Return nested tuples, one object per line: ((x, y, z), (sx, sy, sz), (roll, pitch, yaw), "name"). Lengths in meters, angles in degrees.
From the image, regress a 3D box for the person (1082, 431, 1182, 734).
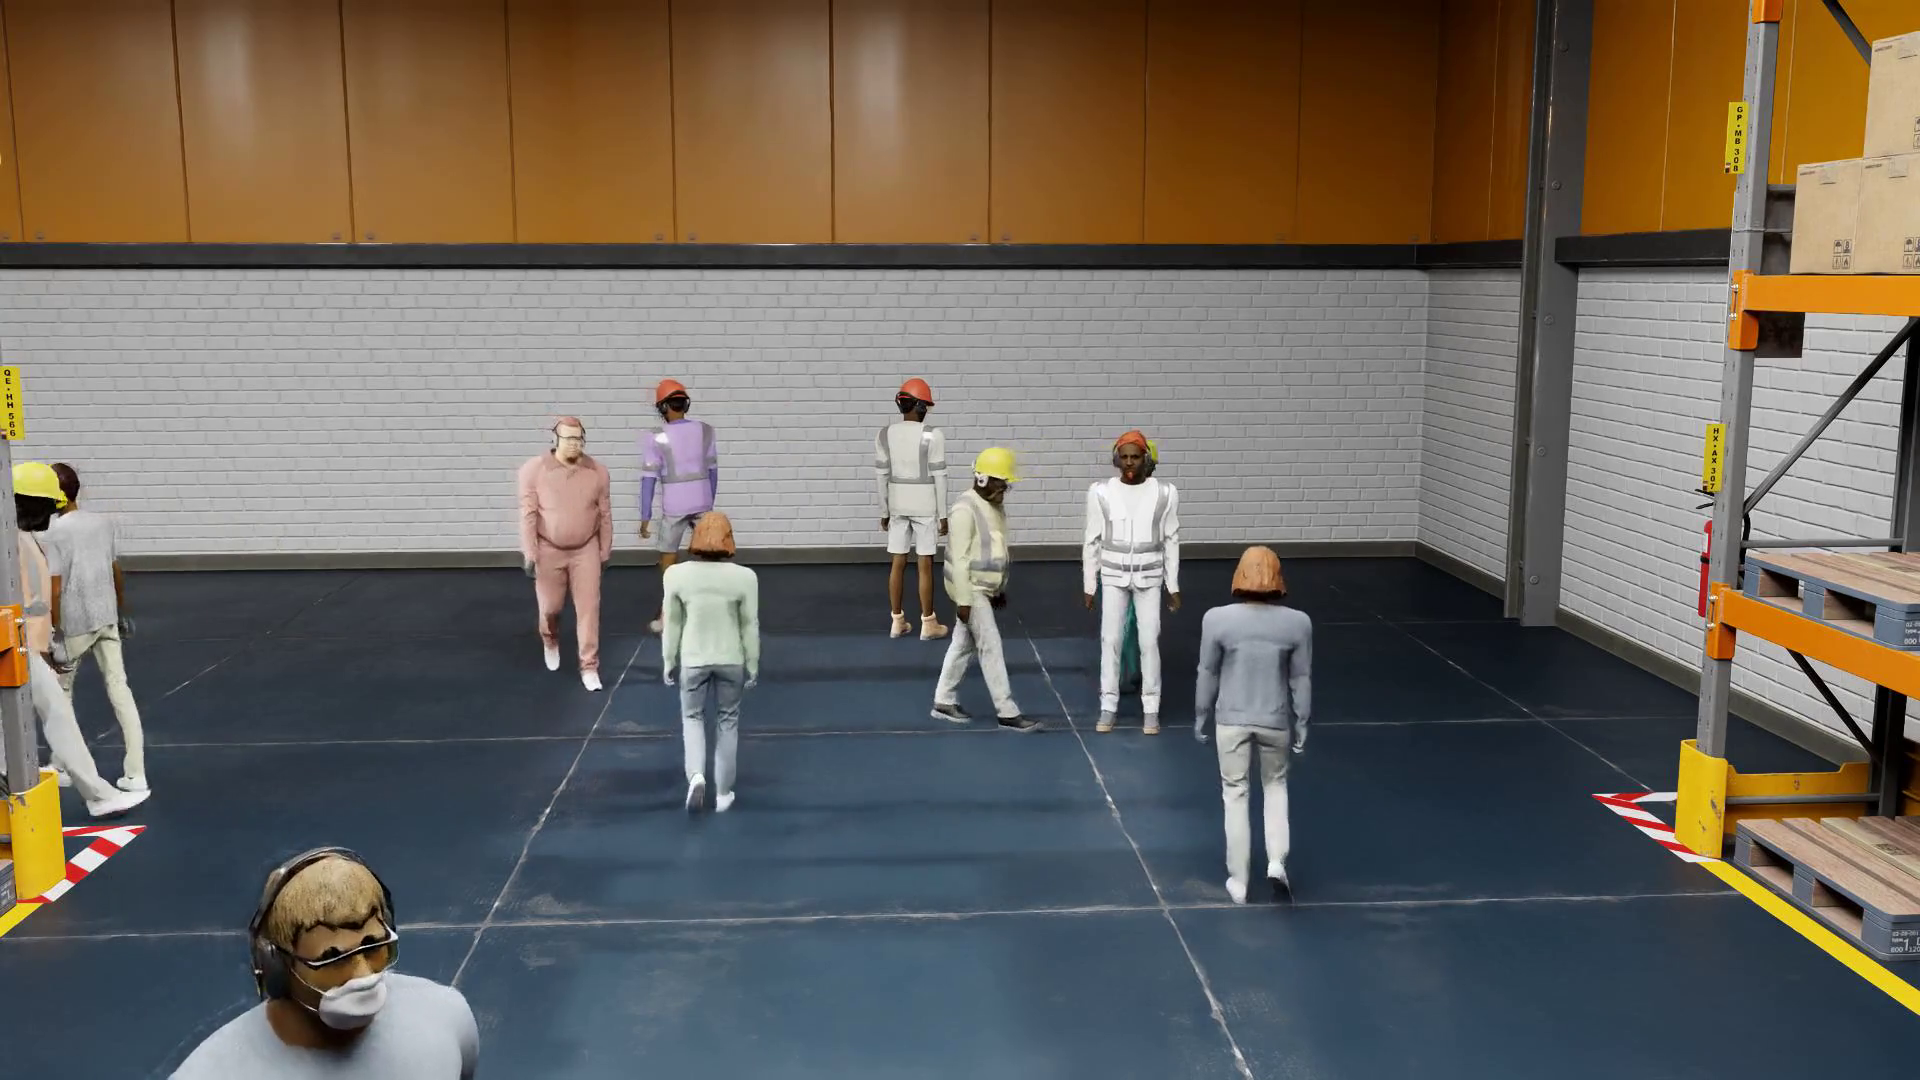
((1.062, 0.270, 10.276), (0.622, 1.879, 0.416), (1, 9, 7), "person")

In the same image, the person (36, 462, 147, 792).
((-4.813, 0.476, 9.117), (0.861, 1.827, 0.629), (4, 10, 25), "person")

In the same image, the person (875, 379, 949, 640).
((-0.355, -0.236, 12.967), (0.605, 2.034, 0.392), (4, 10, 24), "person")

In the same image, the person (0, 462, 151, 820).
((-4.687, 0.543, 8.549), (0.942, 1.875, 0.608), (-4, 10, -25), "person")

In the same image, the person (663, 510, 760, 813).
((-1.294, 0.654, 8.667), (0.512, 1.614, 0.503), (-1, 9, -4), "person")

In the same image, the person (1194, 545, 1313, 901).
((1.324, 0.832, 7.554), (0.515, 1.622, 0.337), (0, 9, 2), "person")

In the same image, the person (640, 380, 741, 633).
((-2.119, -0.249, 13.130), (0.841, 2.012, 0.619), (-5, 10, -30), "person")

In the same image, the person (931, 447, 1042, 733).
((0.177, 0.306, 10.393), (0.763, 1.787, 0.613), (3, 10, 20), "person")

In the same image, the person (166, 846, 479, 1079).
((-1.129, 1.431, 2.909), (0.804, 1.915, 0.632), (7, 11, 38), "person")

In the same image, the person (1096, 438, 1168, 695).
((1.210, 0.178, 11.284), (0.710, 1.724, 0.567), (-8, 12, -42), "person")

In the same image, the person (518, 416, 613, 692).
((-2.730, 0.068, 11.550), (0.649, 1.878, 0.812), (-3, 10, -20), "person")
